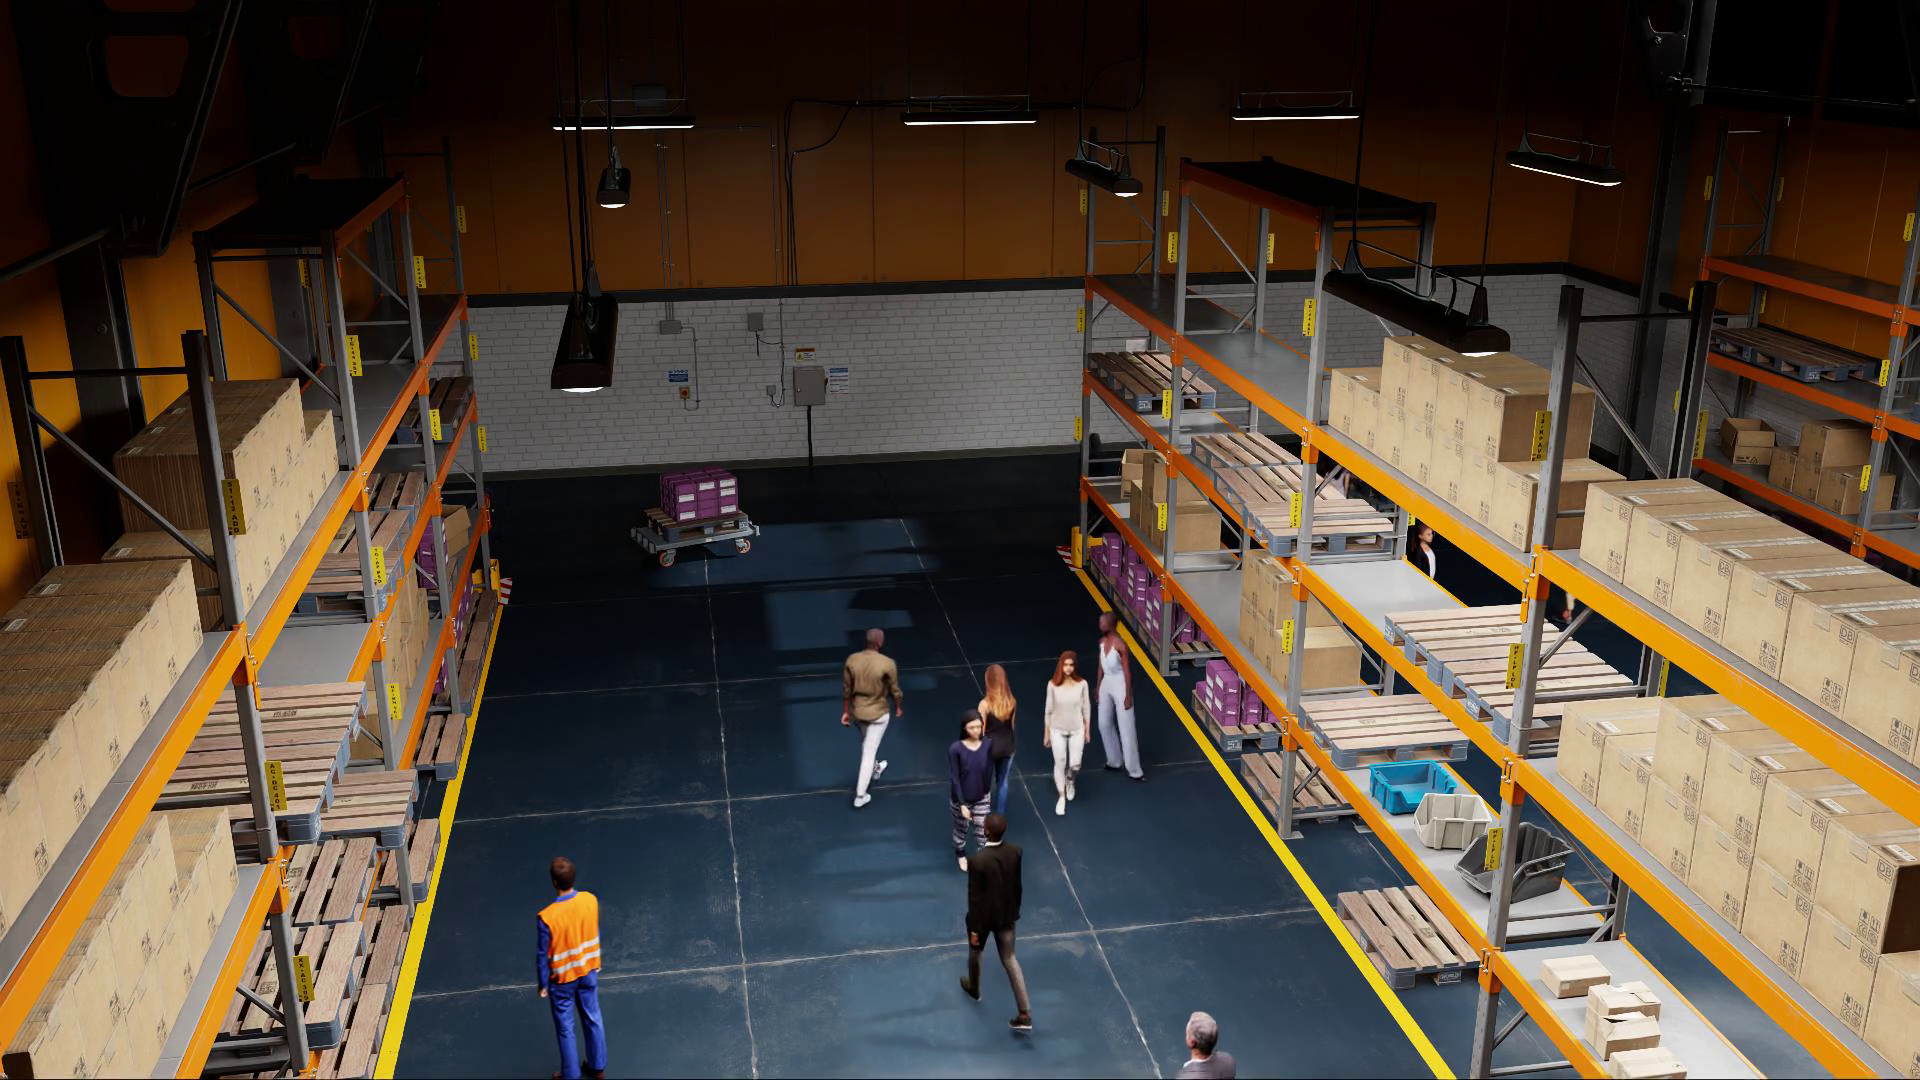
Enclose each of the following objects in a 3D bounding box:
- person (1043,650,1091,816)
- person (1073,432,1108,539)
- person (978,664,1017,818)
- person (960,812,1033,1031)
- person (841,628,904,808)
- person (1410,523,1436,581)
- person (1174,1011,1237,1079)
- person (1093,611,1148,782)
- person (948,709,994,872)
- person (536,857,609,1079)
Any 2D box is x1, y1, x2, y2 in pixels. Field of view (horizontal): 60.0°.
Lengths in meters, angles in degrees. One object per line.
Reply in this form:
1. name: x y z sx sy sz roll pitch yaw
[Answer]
1. person: 1.052 1.835 16.319 0.705 1.701 0.787 1 19 3
2. person: 1.891 -0.759 24.183 0.857 1.599 0.903 -12 22 -32
3. person: 0.380 2.021 15.754 0.645 1.710 0.661 -10 21 -27
4. person: 0.321 2.971 12.858 0.941 1.759 1.276 -10 21 -28
5. person: -0.910 1.780 16.362 1.089 1.780 1.253 7 20 20
6. person: 5.642 0.536 20.407 0.701 1.556 0.640 12 22 32
7. person: 1.508 3.786 10.322 0.867 1.833 0.868 -17 25 -41
8. person: 1.641 1.591 16.954 0.718 1.759 0.903 15 24 38
9. person: 0.045 2.284 15.011 0.722 1.687 1.079 -7 20 -19
10. person: -2.831 3.165 12.116 0.813 1.863 0.778 16 24 40
